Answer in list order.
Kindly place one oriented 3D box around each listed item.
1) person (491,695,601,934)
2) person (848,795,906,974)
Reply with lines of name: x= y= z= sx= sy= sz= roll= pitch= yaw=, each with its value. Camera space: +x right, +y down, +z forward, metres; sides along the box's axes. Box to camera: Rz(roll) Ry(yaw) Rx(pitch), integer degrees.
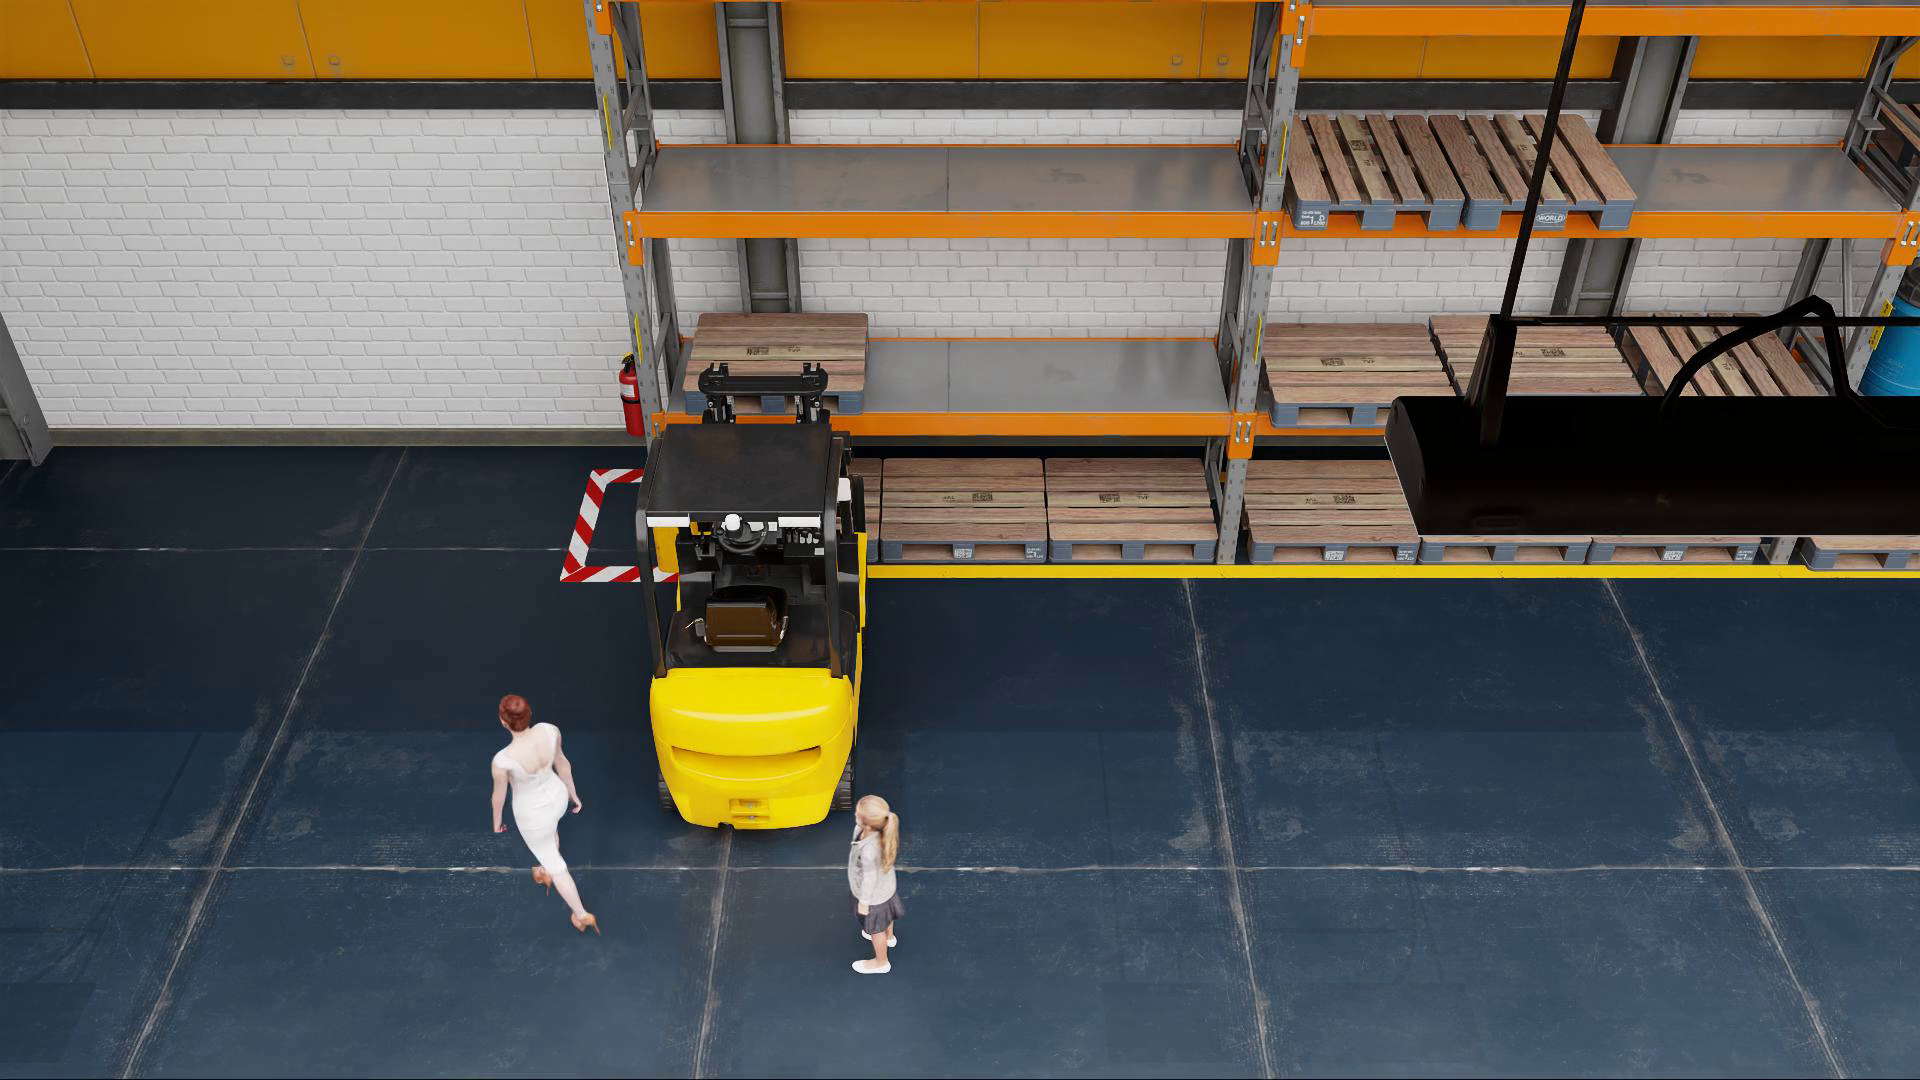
person: x=-2.176 y=1.530 z=8.902 sx=0.963 sy=1.771 sz=0.891 roll=29 pitch=47 yaw=32
person: x=-0.459 y=1.833 z=8.920 sx=0.566 sy=1.275 sz=0.552 roll=7 pitch=39 yaw=9
